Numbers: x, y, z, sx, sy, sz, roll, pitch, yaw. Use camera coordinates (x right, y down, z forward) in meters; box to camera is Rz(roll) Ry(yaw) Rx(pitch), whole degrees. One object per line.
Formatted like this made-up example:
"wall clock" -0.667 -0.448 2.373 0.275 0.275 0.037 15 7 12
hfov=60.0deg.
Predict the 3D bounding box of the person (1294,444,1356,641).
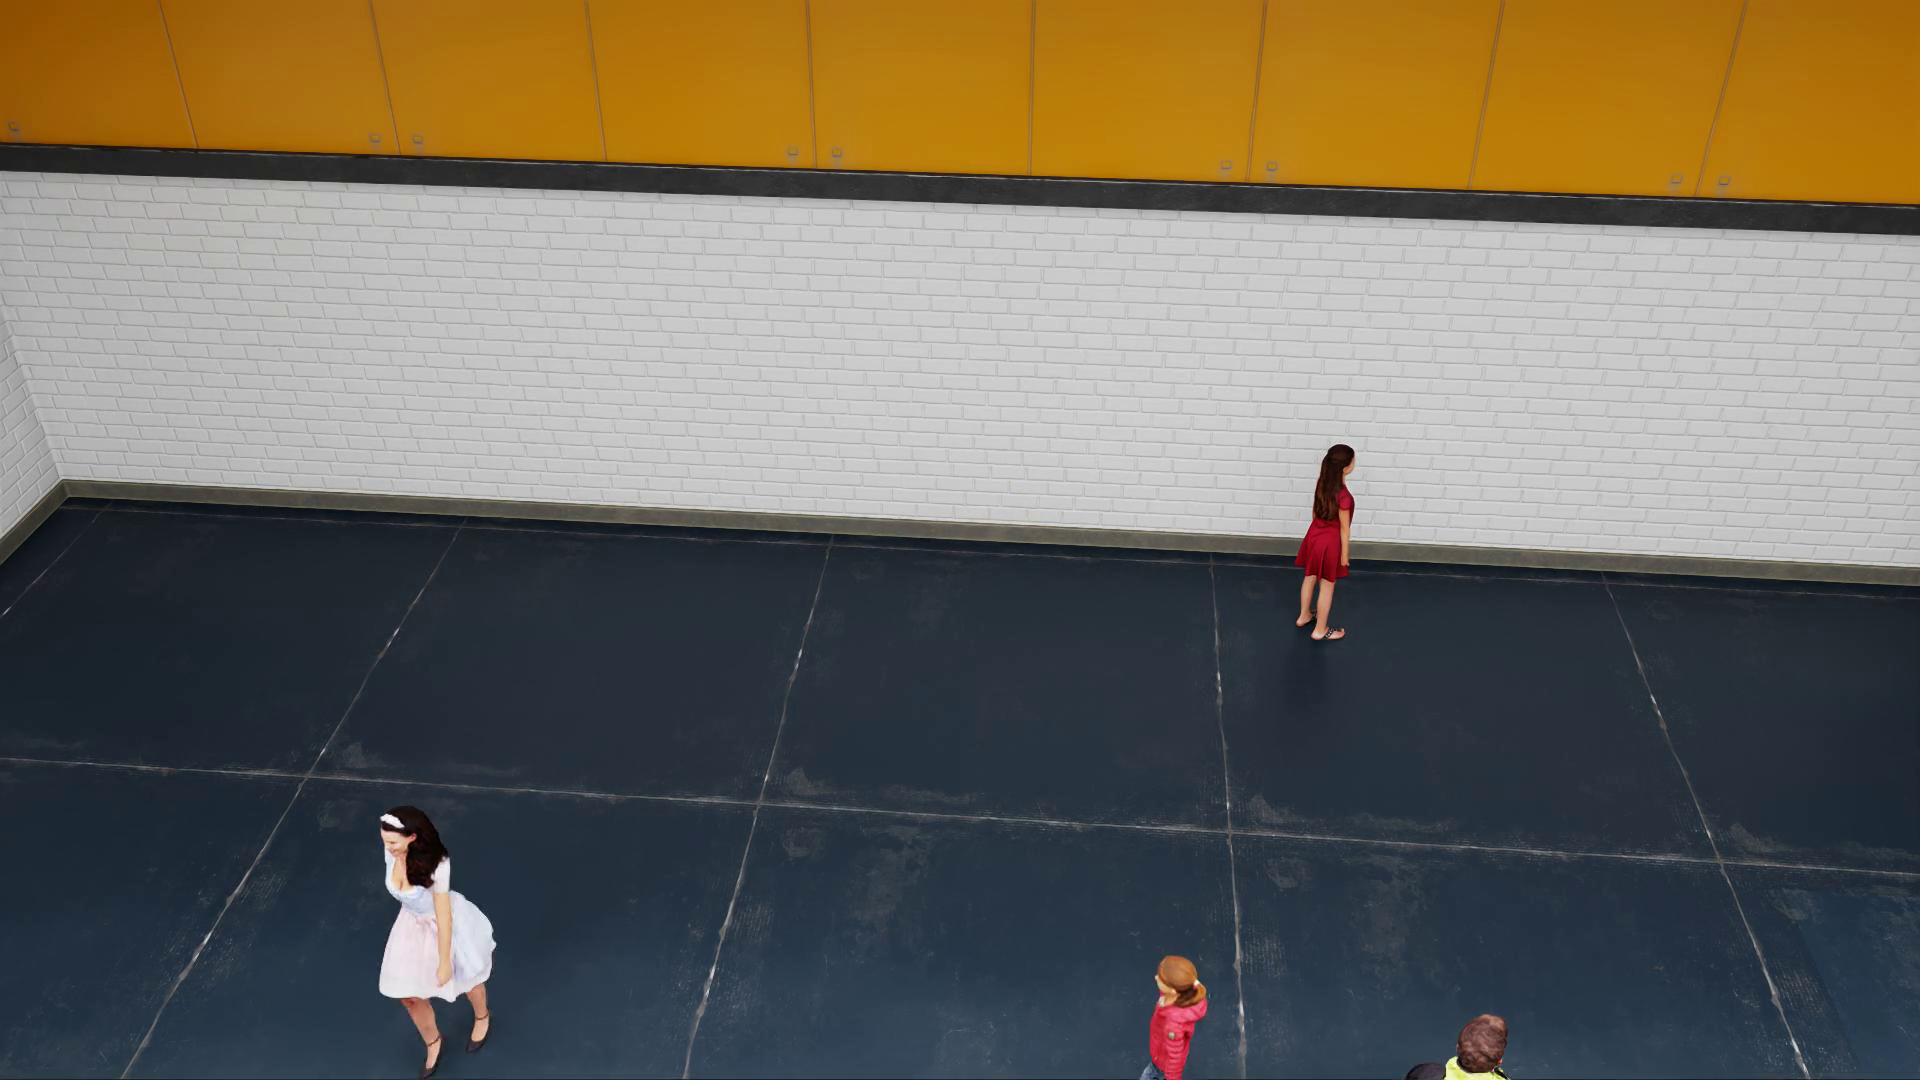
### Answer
"person" 2.611 0.003 11.820 0.727 1.553 0.667 -15 36 -21

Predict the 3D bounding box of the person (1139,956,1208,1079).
"person" 1.097 2.548 8.213 0.626 1.308 0.520 11 35 15

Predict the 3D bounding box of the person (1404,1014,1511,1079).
"person" 2.056 2.864 7.155 0.973 1.955 1.026 28 43 36

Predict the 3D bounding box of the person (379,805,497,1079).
"person" -2.637 1.998 8.601 0.798 1.794 0.920 13 36 18
